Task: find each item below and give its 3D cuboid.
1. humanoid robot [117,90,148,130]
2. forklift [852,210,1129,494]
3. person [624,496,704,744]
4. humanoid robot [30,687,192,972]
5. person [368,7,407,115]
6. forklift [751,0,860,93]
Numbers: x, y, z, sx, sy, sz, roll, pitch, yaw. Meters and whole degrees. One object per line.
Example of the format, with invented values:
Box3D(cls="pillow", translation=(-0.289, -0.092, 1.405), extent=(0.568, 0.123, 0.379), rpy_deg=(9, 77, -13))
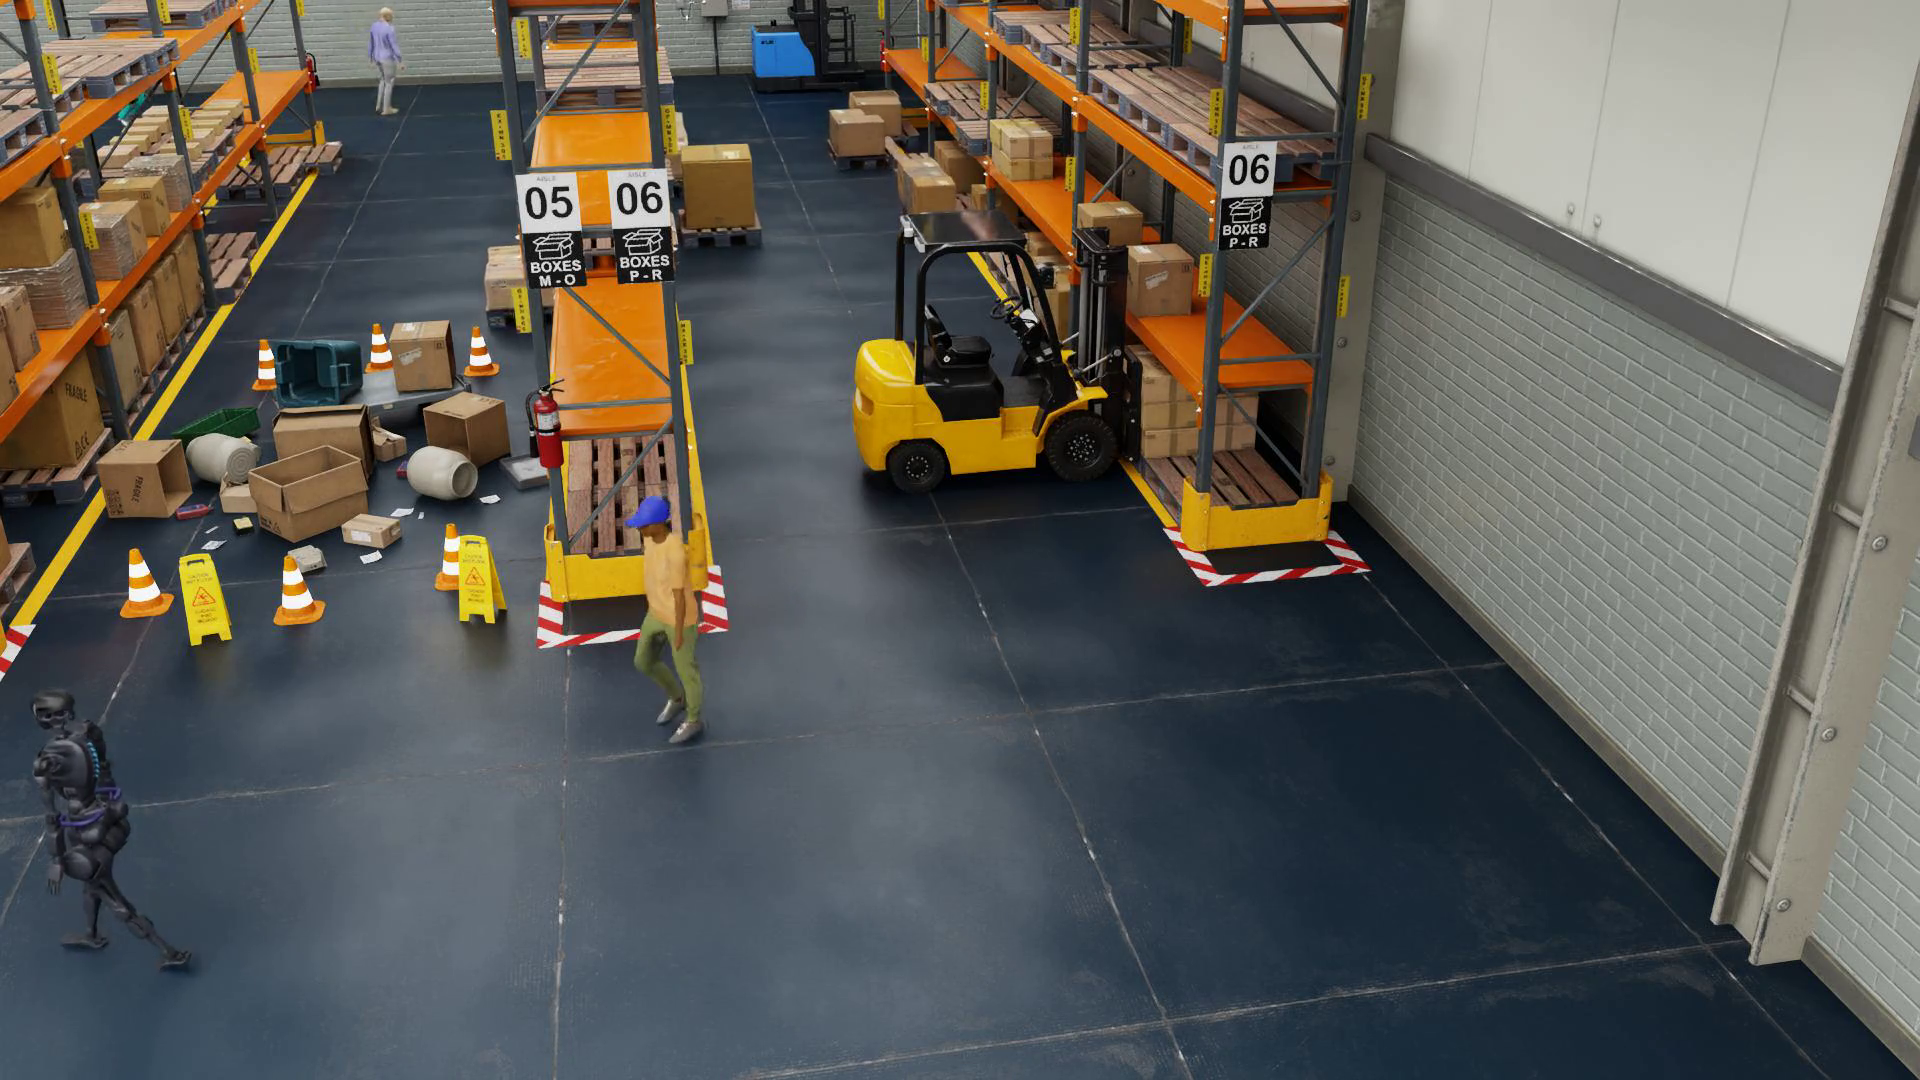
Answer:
Box3D(cls="humanoid robot", translation=(-12.916, -6.874, 25.767), extent=(0.836, 1.792, 0.605), rpy_deg=(0, 26, 1))
Box3D(cls="forklift", translation=(0.216, -1.659, 14.366), extent=(2.313, 2.155, 1.214), rpy_deg=(-5, 26, -10))
Box3D(cls="person", translation=(-1.831, 0.515, 10.402), extent=(0.415, 1.706, 0.465), rpy_deg=(-23, 34, -39))
Box3D(cls="humanoid robot", translation=(-4.409, 1.491, 8.472), extent=(0.780, 1.641, 0.608), rpy_deg=(2, 26, 3))
Box3D(cls="person", translation=(-9.827, -8.191, 28.458), extent=(0.617, 1.764, 0.453), rpy_deg=(16, 30, 30))
Box3D(cls="forklift", translation=(-2.872, -9.679, 30.288), extent=(1.873, 2.768, 1.129), rpy_deg=(-5, 26, -10))
